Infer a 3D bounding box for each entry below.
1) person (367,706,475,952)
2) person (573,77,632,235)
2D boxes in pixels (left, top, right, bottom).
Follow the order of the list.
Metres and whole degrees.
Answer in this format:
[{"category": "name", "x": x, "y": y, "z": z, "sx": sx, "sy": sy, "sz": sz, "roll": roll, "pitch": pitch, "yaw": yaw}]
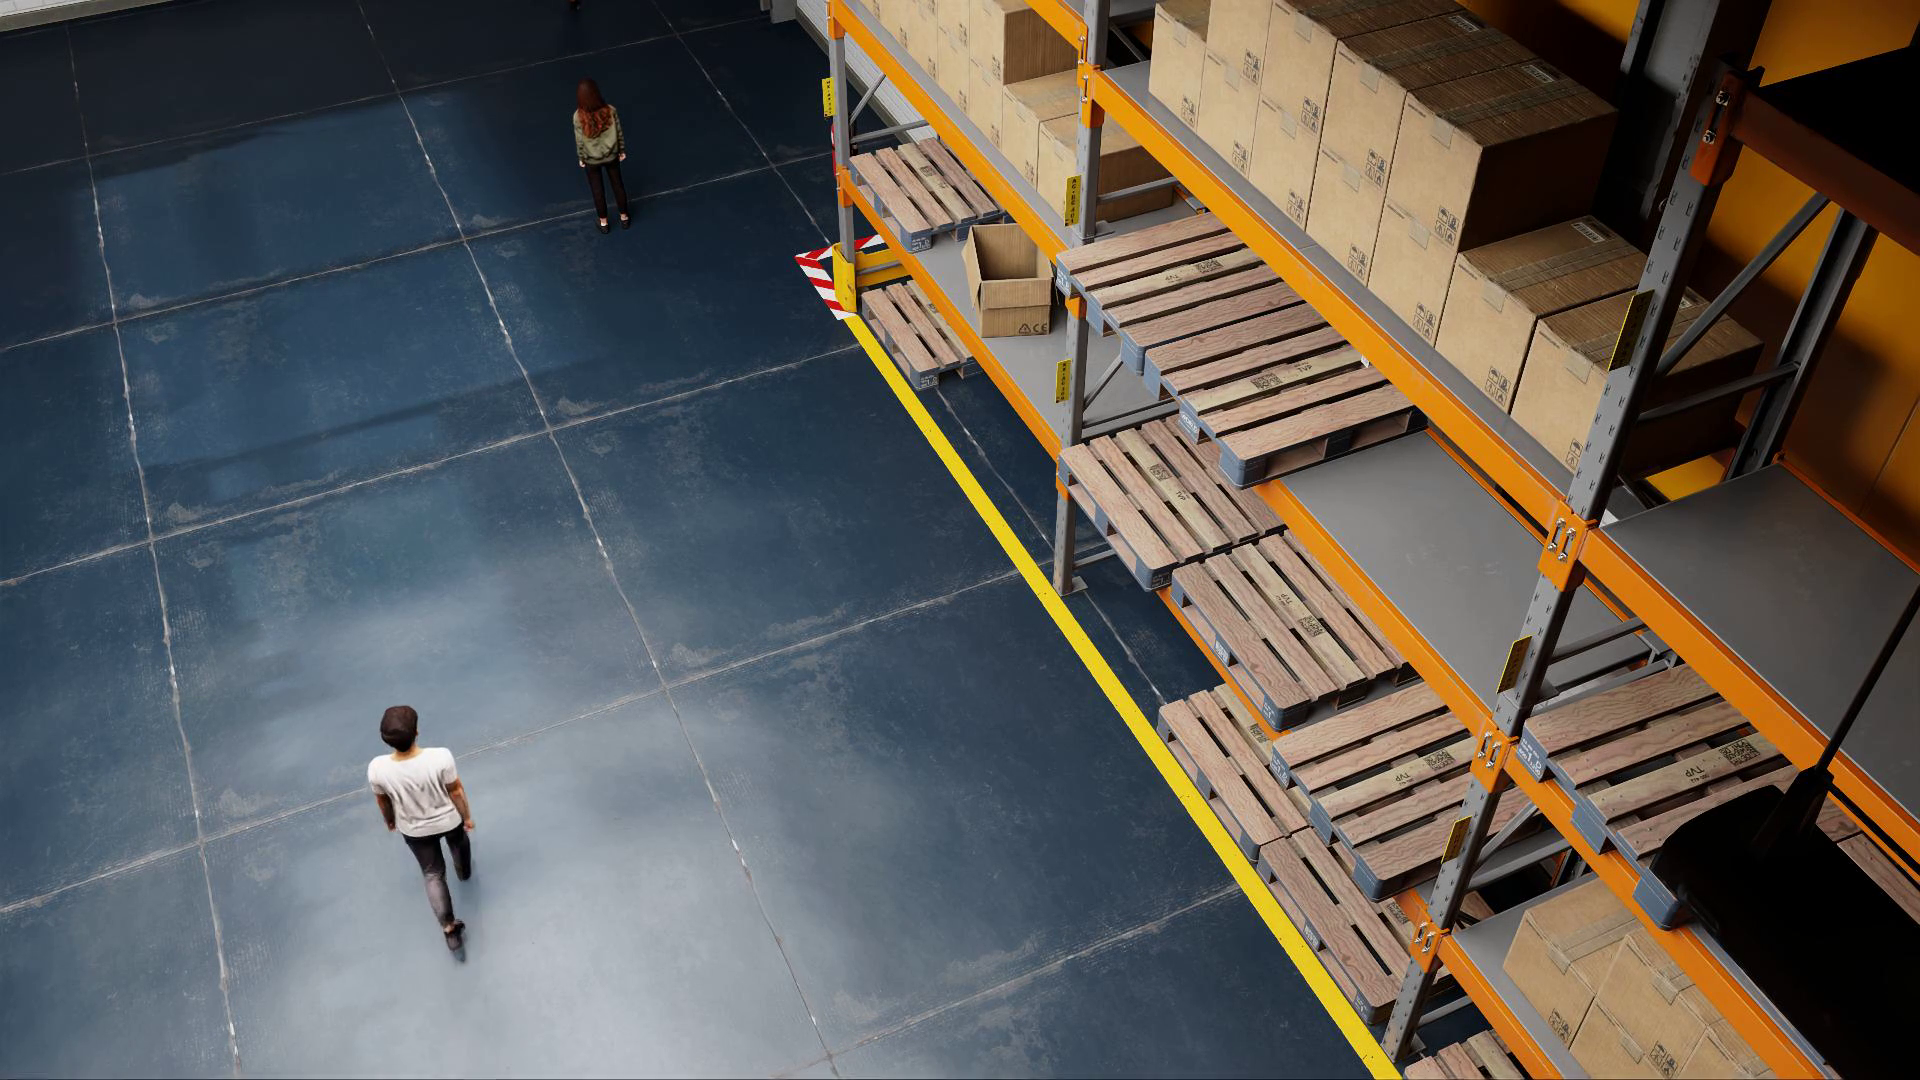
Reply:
[{"category": "person", "x": -2.993, "y": 1.618, "z": 9.371, "sx": 0.742, "sy": 1.689, "sz": 1.102, "roll": -12, "pitch": 45, "yaw": -12}, {"category": "person", "x": -3.199, "y": -3.429, "z": 14.825, "sx": 0.588, "sy": 1.475, "sz": 0.493, "roll": -16, "pitch": 46, "yaw": -16}]
